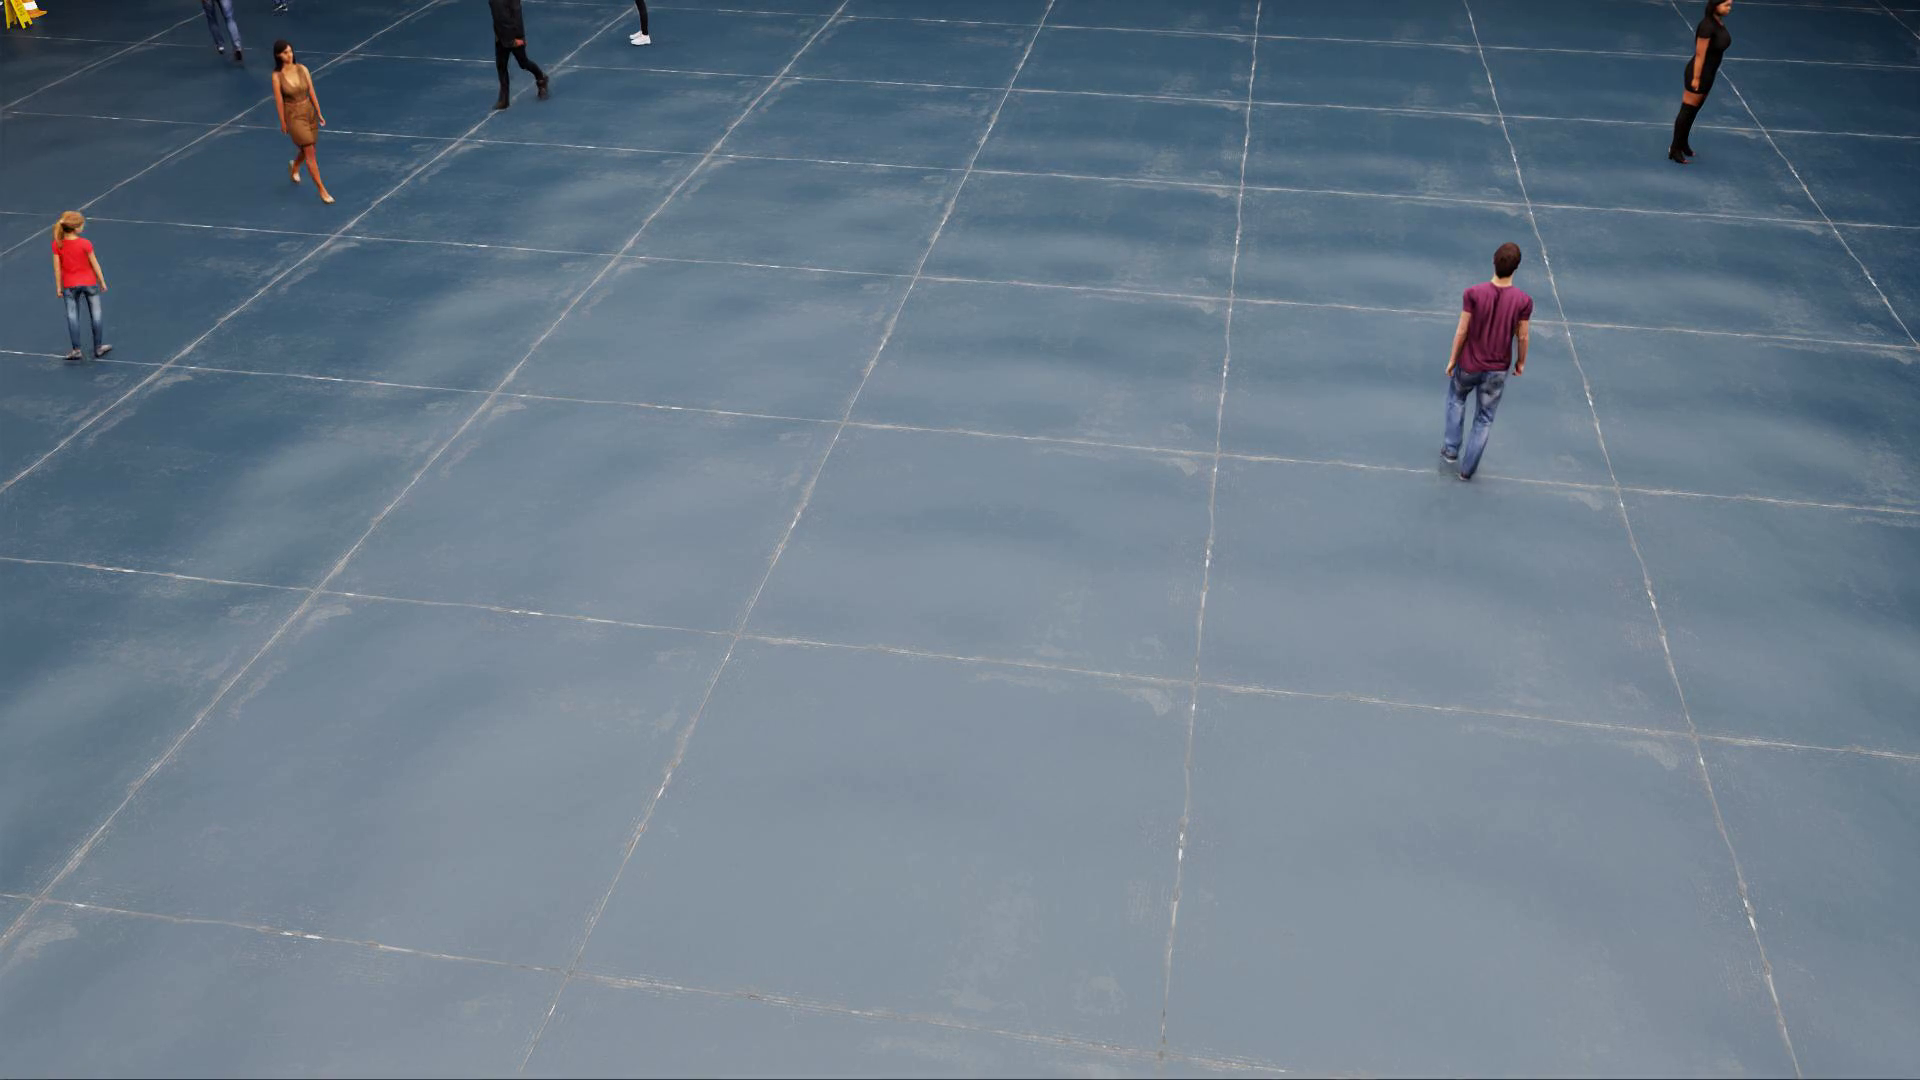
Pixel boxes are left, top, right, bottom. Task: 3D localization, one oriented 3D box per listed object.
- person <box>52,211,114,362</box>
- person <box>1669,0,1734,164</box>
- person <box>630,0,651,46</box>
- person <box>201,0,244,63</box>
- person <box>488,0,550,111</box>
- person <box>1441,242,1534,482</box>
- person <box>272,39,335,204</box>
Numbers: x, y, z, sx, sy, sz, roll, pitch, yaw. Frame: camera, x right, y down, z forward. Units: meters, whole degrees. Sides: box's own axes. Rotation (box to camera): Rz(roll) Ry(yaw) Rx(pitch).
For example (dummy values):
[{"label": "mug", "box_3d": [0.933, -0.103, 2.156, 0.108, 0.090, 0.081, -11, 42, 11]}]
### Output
[{"label": "person", "box_3d": [-7.504, -2.148, 14.143, 0.641, 1.283, 0.763, -15, 35, -23]}, {"label": "person", "box_3d": [8.151, -5.108, 18.300, 0.760, 1.854, 0.741, 23, 39, 32]}, {"label": "person", "box_3d": [-4.336, -7.533, 22.249, 0.633, 1.742, 0.636, -4, 33, -7]}, {"label": "person", "box_3d": [-9.620, -7.125, 21.515, 1.144, 1.835, 1.178, -19, 37, -27]}, {"label": "person", "box_3d": [-5.344, -6.086, 19.946, 1.137, 1.752, 0.948, 17, 36, 25]}, {"label": "person", "box_3d": [3.843, -1.260, 12.217, 0.664, 1.836, 0.802, 9, 33, 15]}, {"label": "person", "box_3d": [-6.894, -4.366, 17.307, 1.140, 1.659, 0.872, 21, 38, 30]}]
